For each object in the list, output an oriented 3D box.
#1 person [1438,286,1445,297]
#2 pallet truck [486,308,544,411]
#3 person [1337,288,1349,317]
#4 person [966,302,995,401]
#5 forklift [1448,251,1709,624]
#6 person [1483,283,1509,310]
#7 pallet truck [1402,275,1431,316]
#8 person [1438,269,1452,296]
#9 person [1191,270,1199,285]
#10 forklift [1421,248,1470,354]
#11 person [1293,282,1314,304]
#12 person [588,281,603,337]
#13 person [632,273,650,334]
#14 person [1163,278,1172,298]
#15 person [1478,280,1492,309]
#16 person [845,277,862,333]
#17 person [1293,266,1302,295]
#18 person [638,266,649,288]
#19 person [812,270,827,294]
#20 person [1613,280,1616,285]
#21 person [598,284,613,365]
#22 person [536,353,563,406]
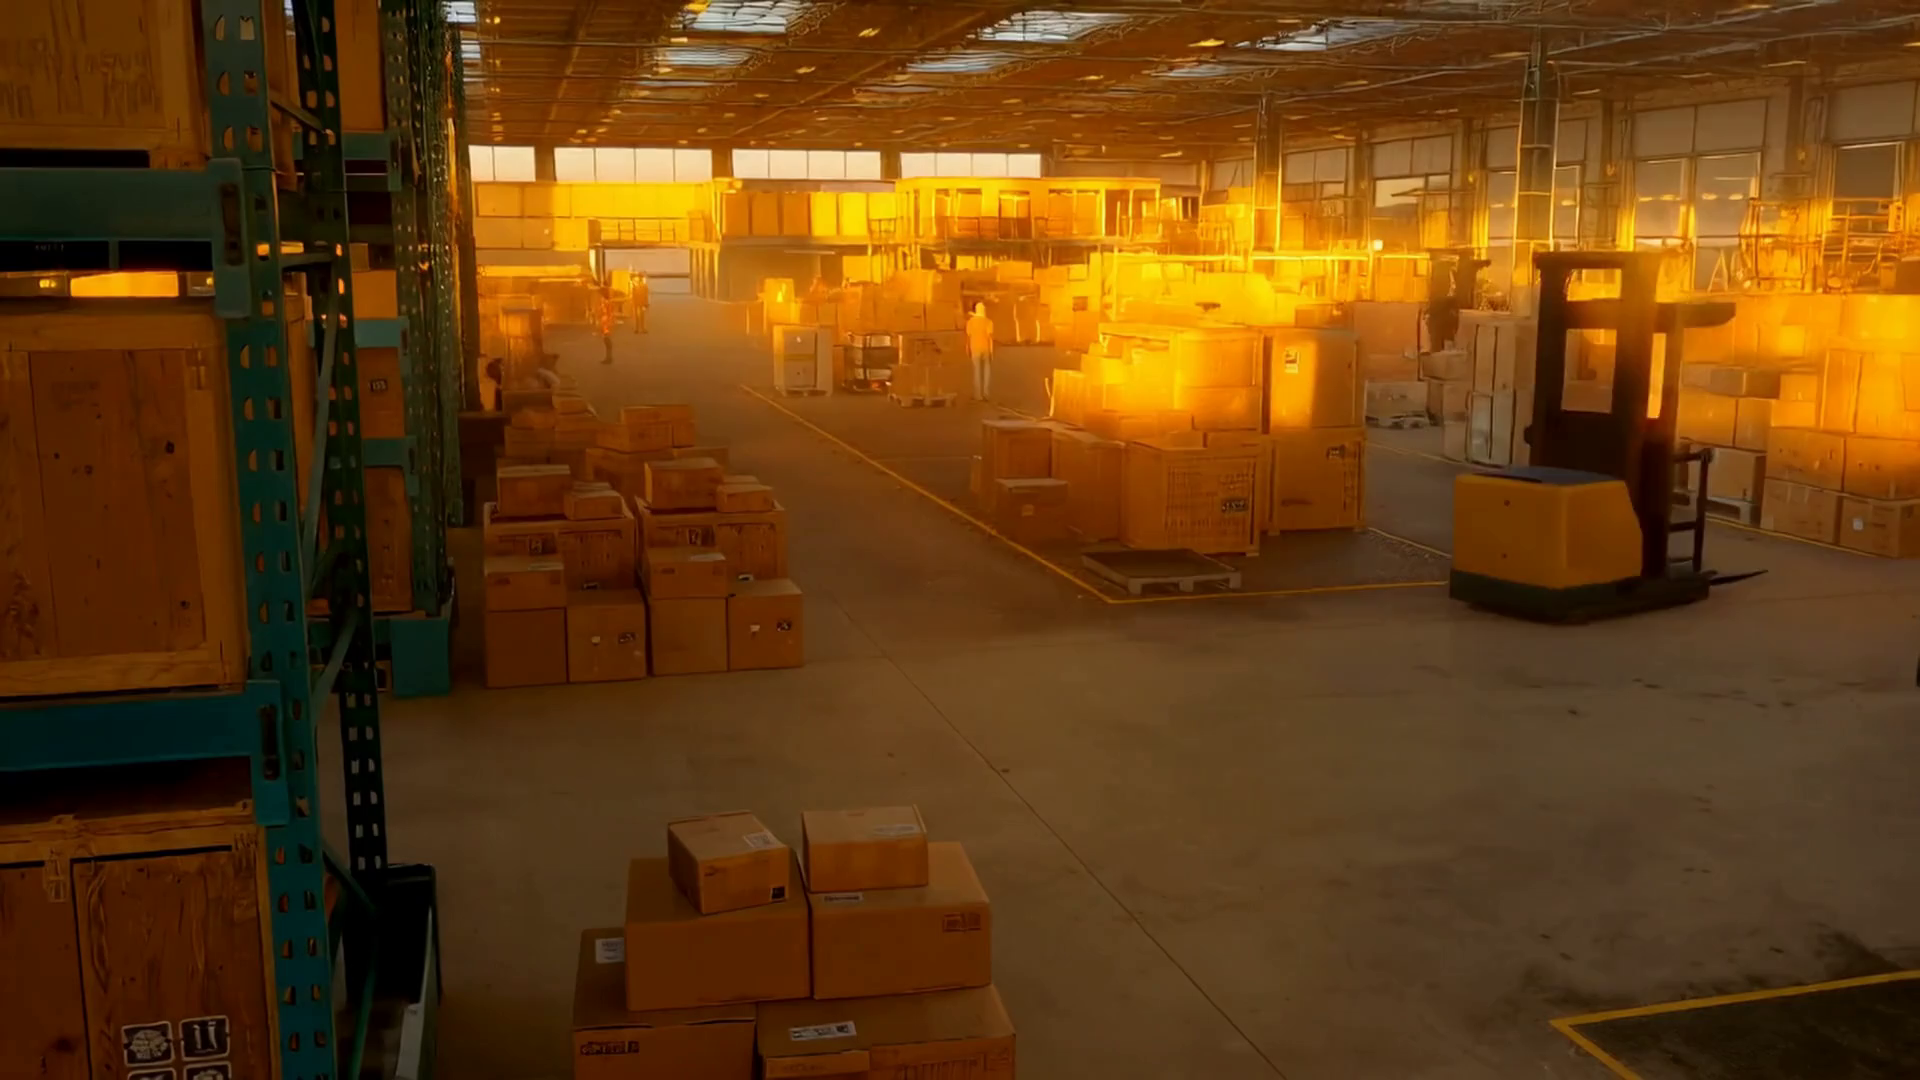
[{"bbox_3d":[14.544,-6.819,50.163,0.322,1.691,0.533,-3,10,-15],"label":"person"},{"bbox_3d":[-6.242,-2.418,24.362,0.823,1.965,1.885,1,10,3],"label":"pallet truck"},{"bbox_3d":[9.292,-5.117,39.987,0.534,1.875,0.611,2,10,9],"label":"person"},{"bbox_3d":[0.381,-3.523,31.103,0.542,1.825,0.918,1,10,4],"label":"person"},{"bbox_3d":[4.930,-0.873,13.119,1.873,2.768,1.129,-6,12,-31],"label":"forklift"},{"bbox_3d":[14.401,-5.965,44.728,0.660,1.898,0.660,5,11,26],"label":"person"},{"bbox_3d":[14.620,-7.324,52.145,0.823,1.965,1.885,8,13,40],"label":"pallet truck"},{"bbox_3d":[20.786,-10.671,71.327,0.604,1.921,0.599,2,10,11],"label":"person"},{"bbox_3d":[9.270,-9.646,65.465,0.373,1.939,0.628,7,12,34],"label":"person"},{"bbox_3d":[12.073,-5.835,41.215,1.129,2.768,1.873,-3,10,-15],"label":"forklift"},{"bbox_3d":[9.160,-5.936,44.474,0.592,1.930,0.356,4,11,23],"label":"person"},{"bbox_3d":[-11.567,-7.333,52.850,0.532,1.767,0.328,3,11,18],"label":"person"},{"bbox_3d":[-10.513,-7.797,54.849,0.391,1.988,0.611,9,14,43],"label":"person"},{"bbox_3d":[6.665,-7.494,53.515,0.328,1.861,0.503,0,10,2],"label":"person"},{"bbox_3d":[17.066,-7.506,53.745,0.660,1.793,0.947,3,10,16],"label":"person"},{"bbox_3d":[-3.314,-7.252,51.942,0.541,1.929,0.385,1,10,8],"label":"person"},{"bbox_3d":[17.502,-13.230,85.955,0.609,1.867,1.007,-4,11,-22],"label":"person"},{"bbox_3d":[-15.981,-12.876,83.967,0.575,1.867,0.503,-3,11,-18],"label":"person"},{"bbox_3d":[-4.908,-8.445,58.372,0.539,2.000,0.689,-4,11,-22],"label":"person"},{"bbox_3d":[22.264,-7.950,56.433,0.495,1.722,0.643,2,10,10],"label":"person"},{"bbox_3d":[-8.616,-5.238,40.421,0.361,1.963,0.612,-2,10,-10],"label":"person"},{"bbox_3d":[-5.019,-1.486,20.256,0.902,1.582,0.516,-1,10,-4],"label":"person"}]
